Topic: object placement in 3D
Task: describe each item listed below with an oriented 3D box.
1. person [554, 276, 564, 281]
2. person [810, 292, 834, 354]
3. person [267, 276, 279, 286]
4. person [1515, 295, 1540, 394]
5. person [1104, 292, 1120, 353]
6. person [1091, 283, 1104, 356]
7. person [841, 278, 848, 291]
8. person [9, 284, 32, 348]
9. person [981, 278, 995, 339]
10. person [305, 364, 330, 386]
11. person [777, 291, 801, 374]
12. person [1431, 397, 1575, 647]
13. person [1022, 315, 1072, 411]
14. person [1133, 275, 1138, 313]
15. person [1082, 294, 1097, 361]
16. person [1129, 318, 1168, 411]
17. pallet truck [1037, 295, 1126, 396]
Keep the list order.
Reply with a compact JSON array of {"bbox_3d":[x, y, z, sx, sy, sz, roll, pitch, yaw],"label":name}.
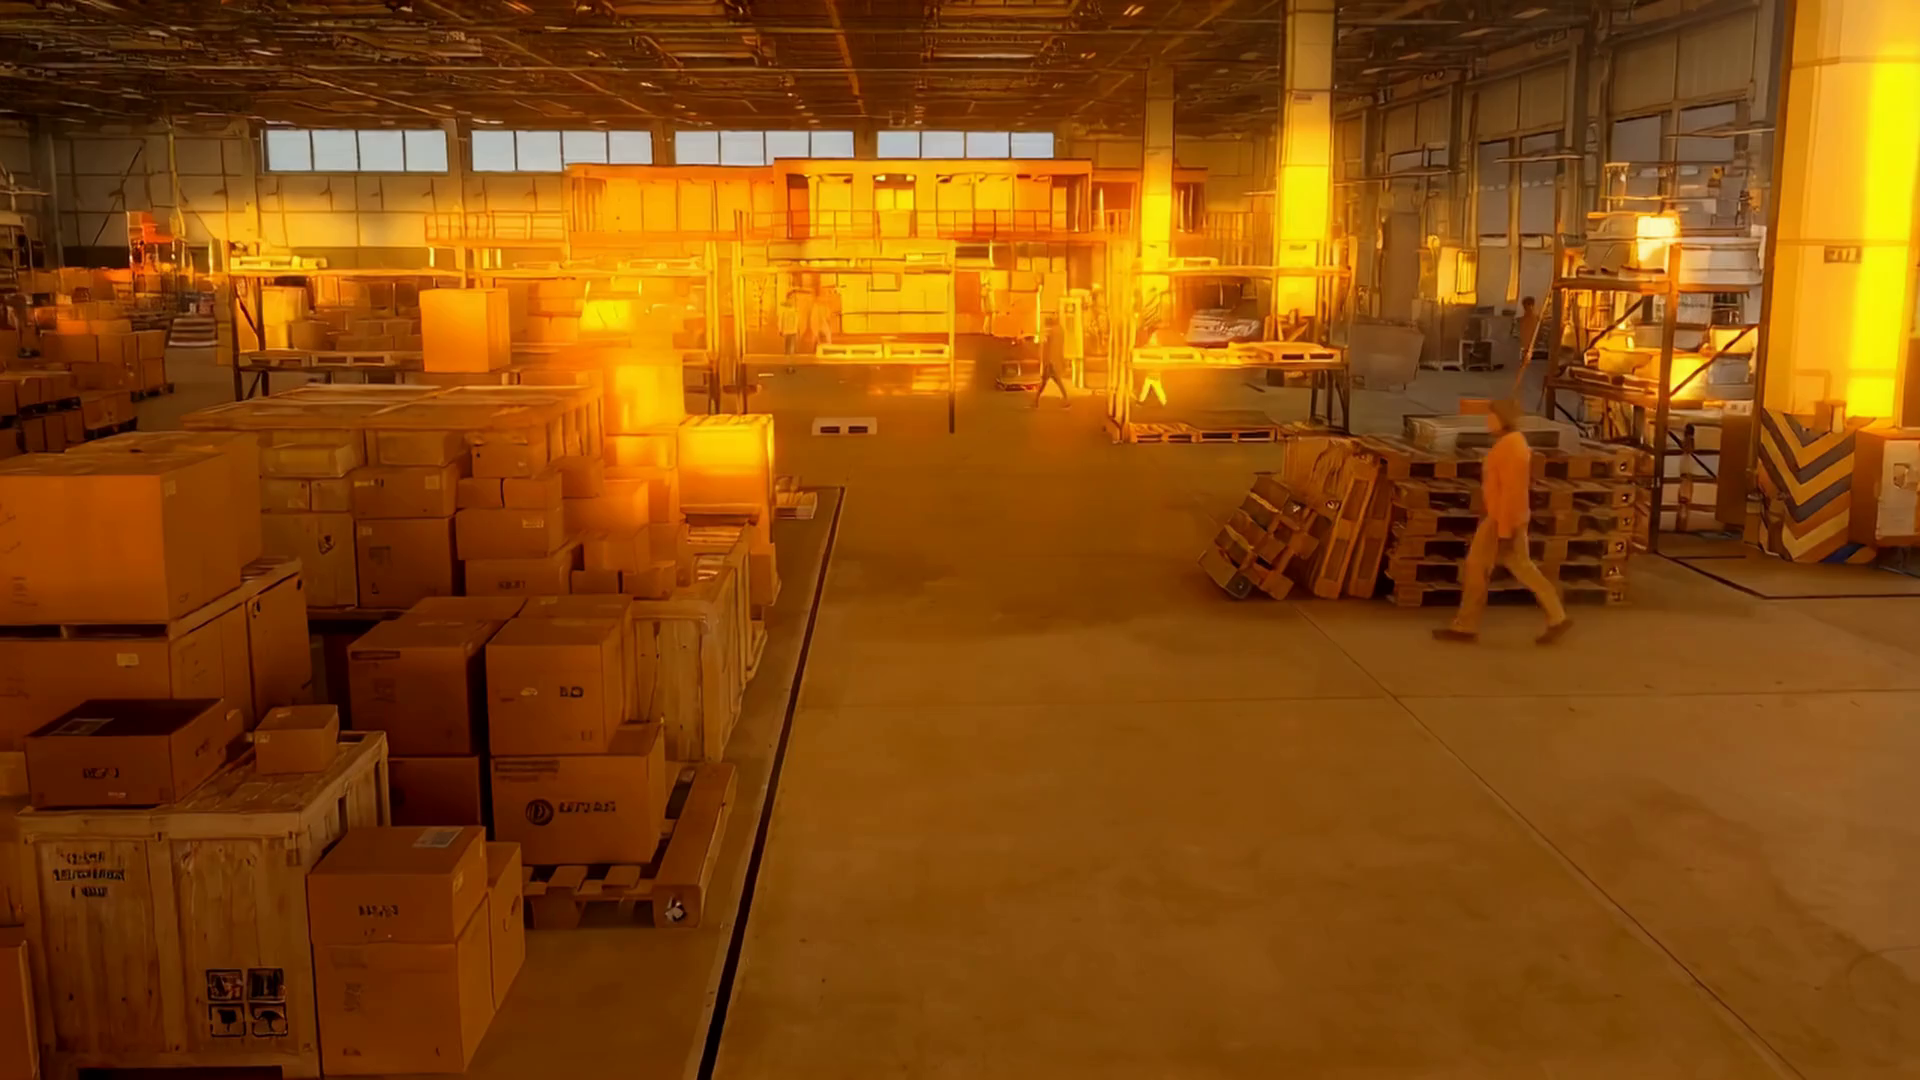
[{"bbox_3d":[-17.451,-10.913,72.743,0.577,1.820,1.028,-1,10,-5],"label":"person"},{"bbox_3d":[-3.490,-5.379,42.034,0.610,1.788,0.994,-9,14,-42],"label":"person"},{"bbox_3d":[-21.270,-7.232,51.604,0.611,2.042,0.396,-1,10,-8],"label":"person"},{"bbox_3d":[11.358,-3.894,33.208,0.459,1.978,0.619,-2,10,-12],"label":"person"},{"bbox_3d":[3.424,-4.506,36.780,0.587,1.918,0.408,-7,12,-32],"label":"person"},{"bbox_3d":[3.636,-5.869,44.273,0.391,1.946,0.615,1,10,4],"label":"person"},{"bbox_3d":[-3.899,-8.317,58.357,0.969,1.789,0.657,-3,11,-15],"label":"person"},{"bbox_3d":[-26.222,-6.202,46.399,0.580,1.851,0.537,8,13,39],"label":"person"},{"bbox_3d":[0.883,-7.283,52.289,0.424,1.904,0.704,-3,11,-16],"label":"person"},{"bbox_3d":[-6.251,-0.810,16.383,0.517,1.841,0.325,3,11,16],"label":"person"},{"bbox_3d":[-3.955,-4.749,38.141,0.622,1.900,0.750,3,11,16],"label":"person"},{"bbox_3d":[4.131,-0.126,12.436,0.997,1.904,0.624,6,12,28],"label":"person"},{"bbox_3d":[1.607,-3.175,29.907,0.902,1.718,0.531,-1,10,-3],"label":"person"},{"bbox_3d":[6.804,-9.655,65.235,0.612,1.995,0.376,-8,13,-37],"label":"person"},{"bbox_3d":[3.250,-5.339,41.931,0.442,1.726,0.520,-10,14,-43],"label":"person"},{"bbox_3d":[3.425,-3.136,29.855,0.719,1.671,0.547,2,10,10],"label":"person"},{"bbox_3d":[2.483,-3.881,33.060,1.885,1.965,0.823,-7,13,-36],"label":"pallet truck"}]
